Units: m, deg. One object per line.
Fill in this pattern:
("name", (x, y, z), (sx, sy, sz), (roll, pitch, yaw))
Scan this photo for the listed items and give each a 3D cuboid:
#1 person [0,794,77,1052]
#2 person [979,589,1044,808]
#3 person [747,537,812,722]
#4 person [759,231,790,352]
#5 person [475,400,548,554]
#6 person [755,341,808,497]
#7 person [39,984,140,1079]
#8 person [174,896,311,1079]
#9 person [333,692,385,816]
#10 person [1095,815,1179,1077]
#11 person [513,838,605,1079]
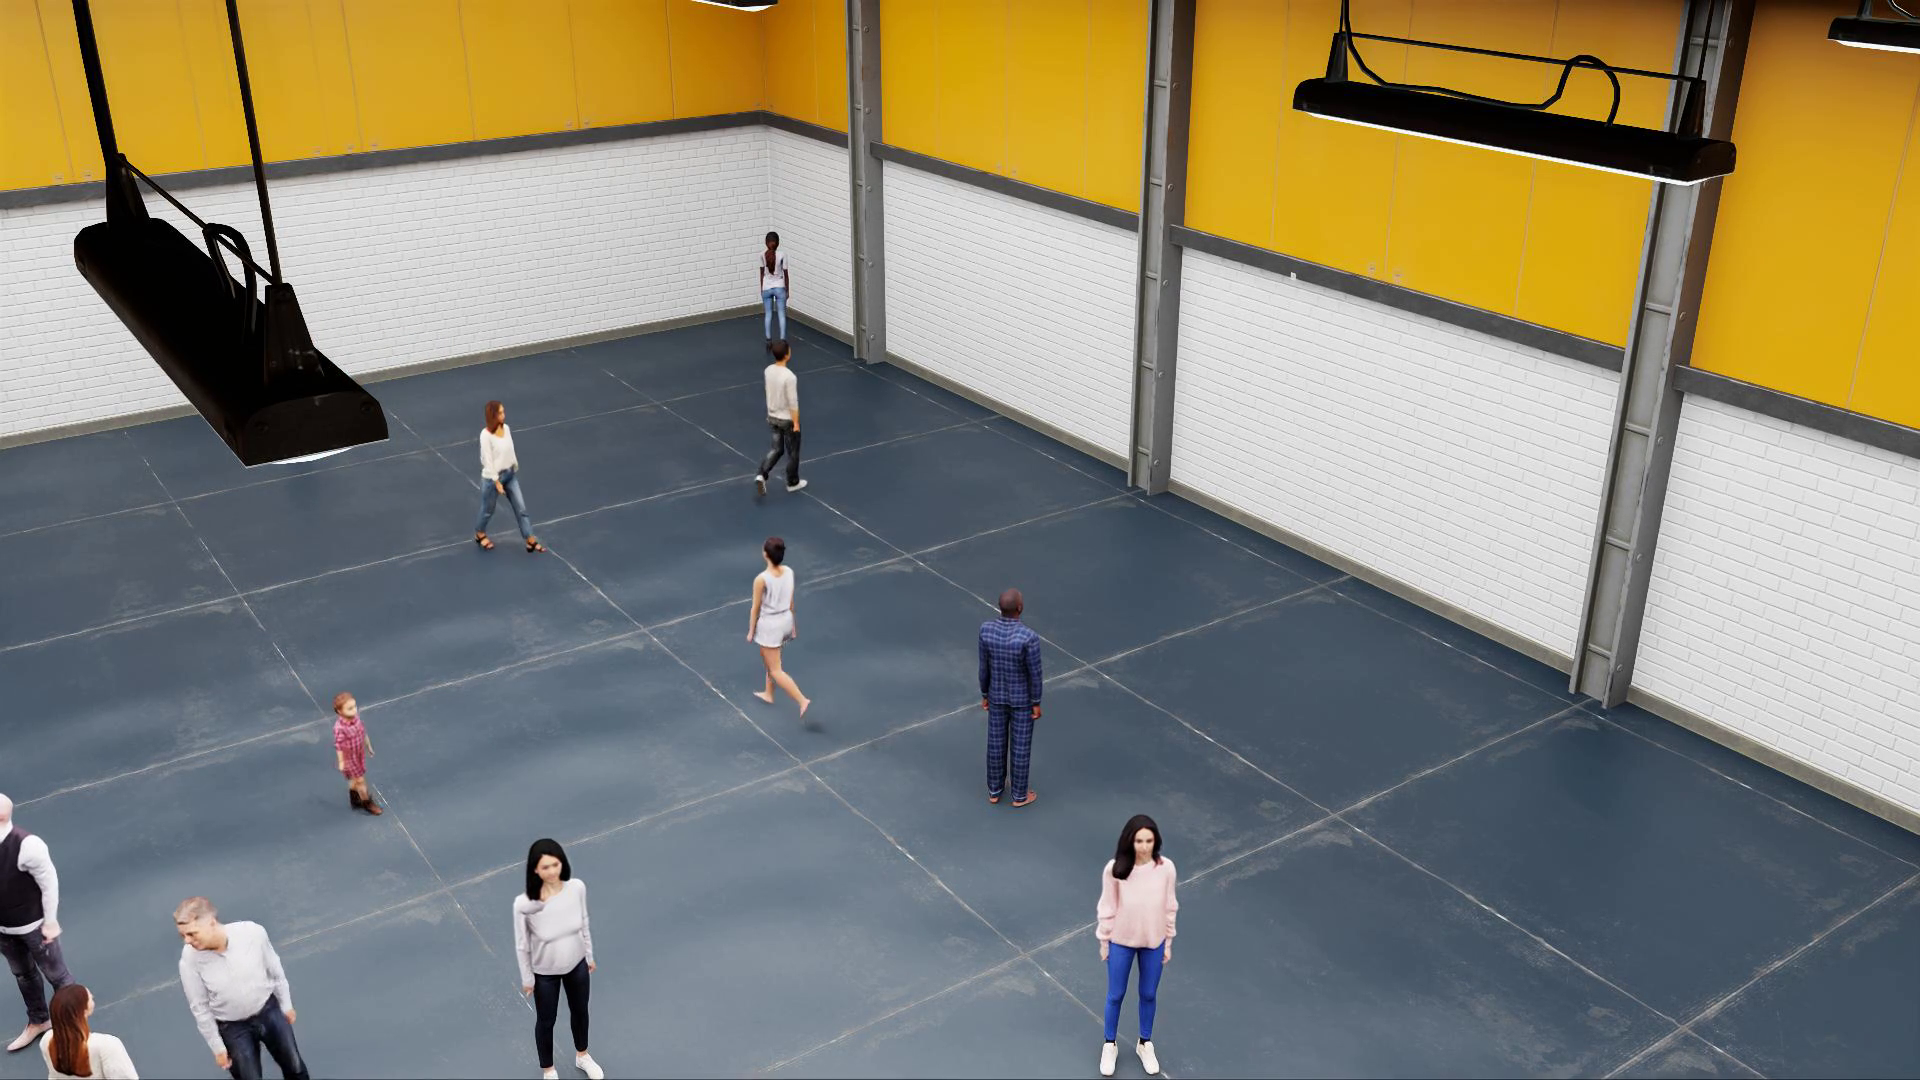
("person", (-5.707, 2.319, 10.147), (0.764, 1.824, 0.844), (6, 24, 14))
("person", (0.383, 1.197, 12.713), (0.737, 1.824, 0.836), (10, 25, 21))
("person", (-1.506, 0.761, 14.001), (1.056, 1.592, 0.753), (19, 30, 36))
("person", (-2.651, -3.546, 23.693), (0.652, 1.721, 0.697), (2, 24, 4))
("person", (-4.814, -0.621, 17.108), (1.161, 1.635, 0.918), (12, 26, 26))
("person", (-2.035, -1.325, 18.523), (1.010, 1.792, 0.899), (18, 29, 35))
("person", (-4.477, 3.032, 8.682), (0.697, 1.691, 0.763), (5, 24, 11))
("person", (-4.050, 2.702, 9.352), (0.613, 1.758, 0.727), (19, 30, 36))
("person", (-4.695, 1.616, 12.765), (0.657, 1.015, 0.579), (9, 25, 19))
("person", (1.054, 2.417, 9.989), (0.725, 1.770, 0.734), (-1, 24, -2))
("person", (-2.385, 2.511, 9.861), (0.617, 1.701, 0.561), (-17, 29, -34))
